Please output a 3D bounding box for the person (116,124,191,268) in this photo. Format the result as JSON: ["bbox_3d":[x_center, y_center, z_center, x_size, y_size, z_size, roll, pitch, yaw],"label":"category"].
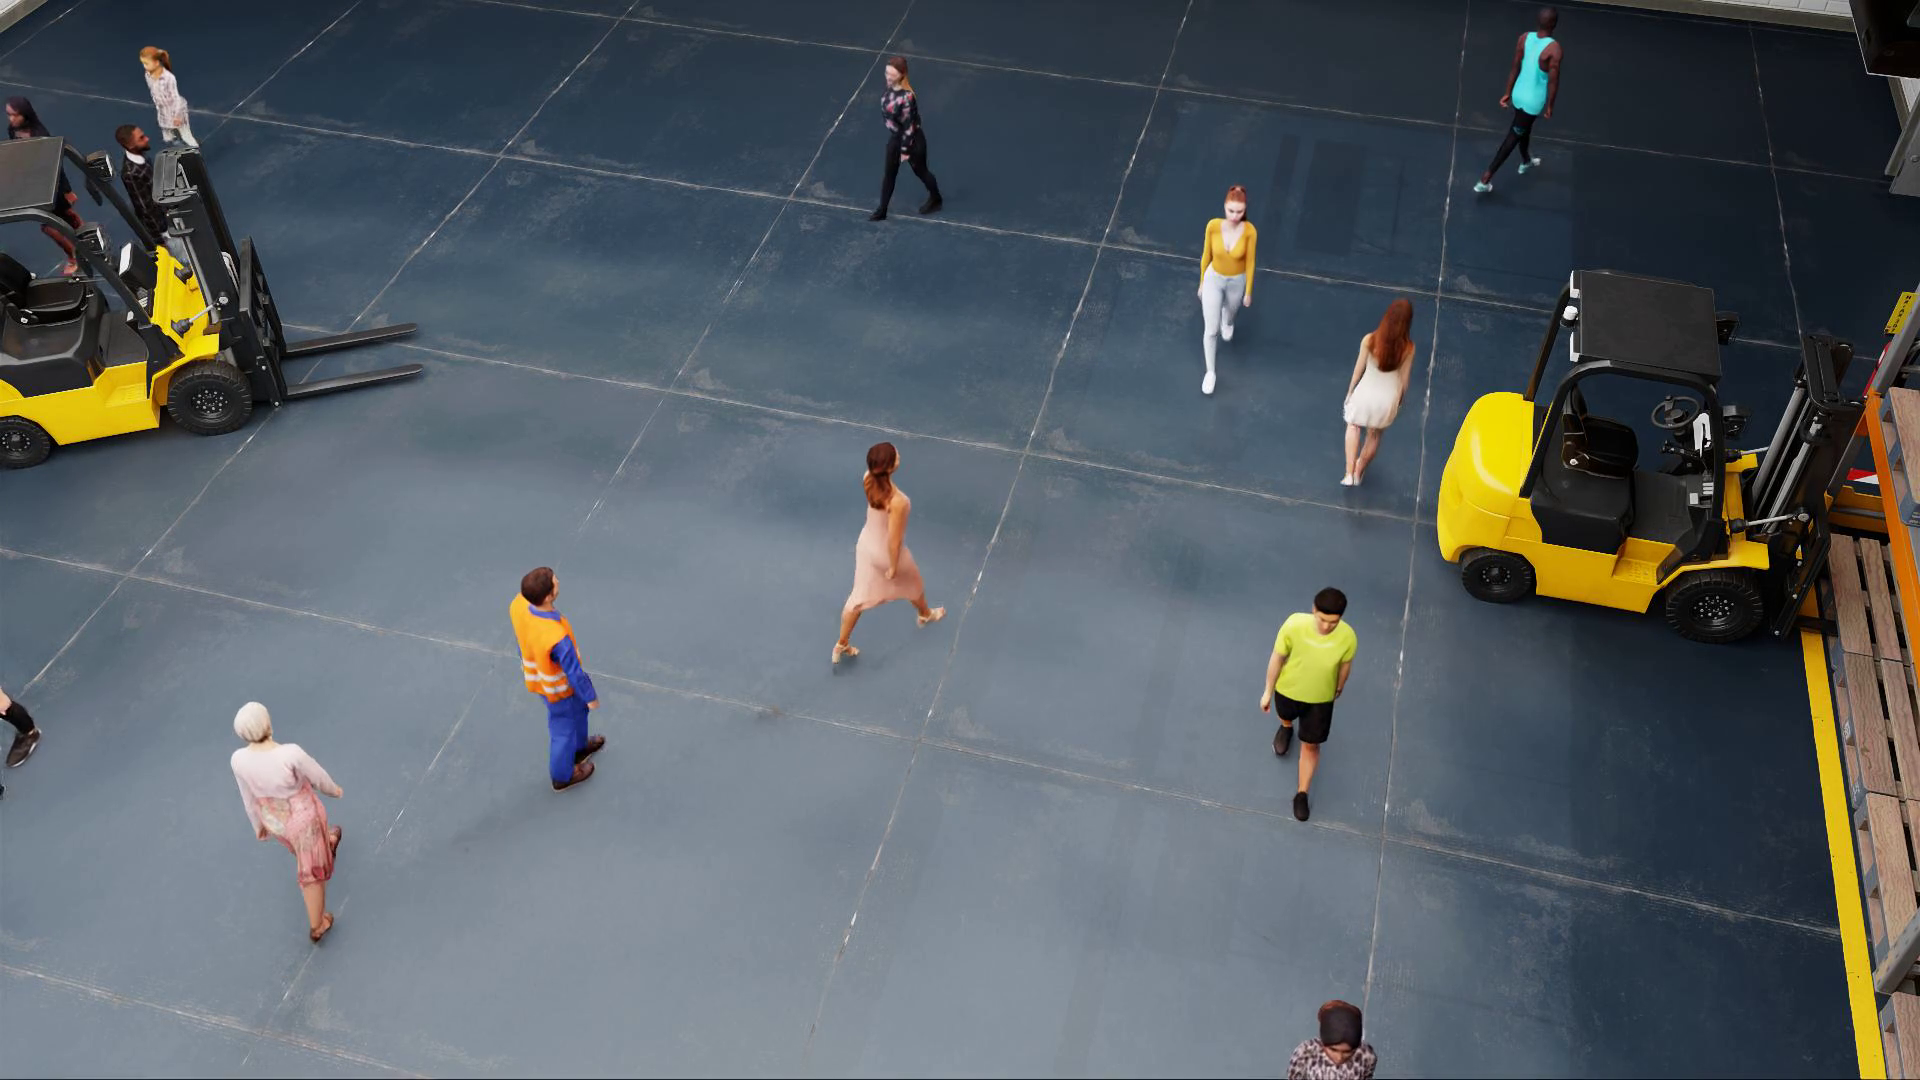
[{"bbox_3d":[-6.636,-2.584,13.684,0.869,1.816,0.758,-9,44,-10],"label":"person"}]

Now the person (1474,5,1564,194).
[{"bbox_3d":[5.109,-3.962,15.168,1.253,1.765,1.129,-27,50,-25],"label":"person"}]

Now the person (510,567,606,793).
[{"bbox_3d":[-2.499,0.891,10.011,0.897,1.850,0.869,-31,52,-29],"label":"person"}]

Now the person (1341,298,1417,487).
[{"bbox_3d":[3.025,-0.987,12.096,0.579,1.694,0.742,10,44,10],"label":"person"}]

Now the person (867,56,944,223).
[{"bbox_3d":[-0.409,-3.614,14.892,1.096,1.641,0.996,-21,48,-21],"label":"person"}]

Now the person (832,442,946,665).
[{"bbox_3d":[-0.586,0.114,10.875,1.188,1.784,0.998,-30,51,-28],"label":"person"}]

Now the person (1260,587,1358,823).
[{"bbox_3d":[2.117,0.834,10.209,0.640,1.659,1.065,11,45,12],"label":"person"}]

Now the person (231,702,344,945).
[{"bbox_3d":[-3.767,1.628,9.383,0.760,1.650,1.104,1,44,1],"label":"person"}]

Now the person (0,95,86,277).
[{"bbox_3d":[-7.717,-3.067,14.271,0.801,1.706,0.820,31,52,29],"label":"person"}]

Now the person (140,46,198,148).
[{"bbox_3d":[-7.341,-4.062,15.608,0.534,1.301,0.510,15,46,15],"label":"person"}]

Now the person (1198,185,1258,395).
[{"bbox_3d":[2.115,-2.067,13.203,0.621,1.730,1.107,8,44,9],"label":"person"}]

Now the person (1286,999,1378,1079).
[{"bbox_3d":[1.746,2.749,8.166,0.595,1.704,0.651,6,44,6],"label":"person"}]
